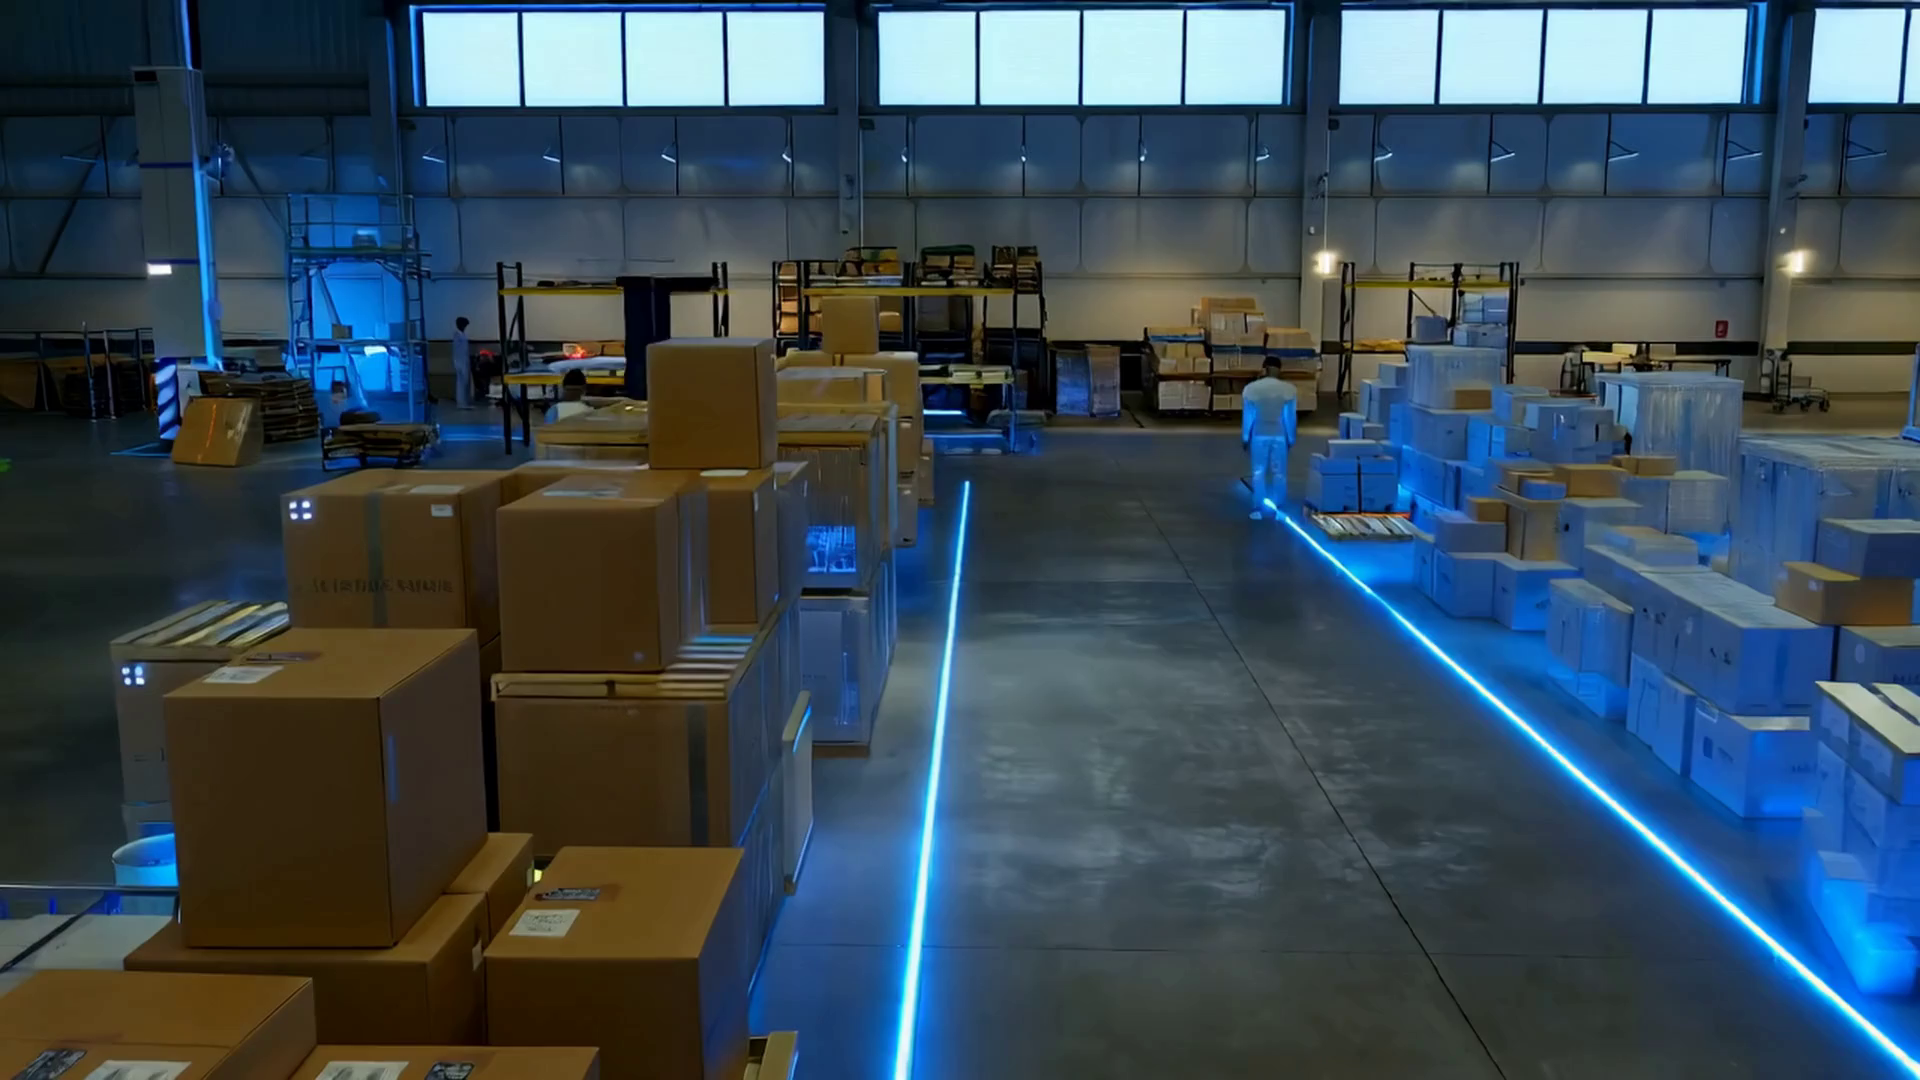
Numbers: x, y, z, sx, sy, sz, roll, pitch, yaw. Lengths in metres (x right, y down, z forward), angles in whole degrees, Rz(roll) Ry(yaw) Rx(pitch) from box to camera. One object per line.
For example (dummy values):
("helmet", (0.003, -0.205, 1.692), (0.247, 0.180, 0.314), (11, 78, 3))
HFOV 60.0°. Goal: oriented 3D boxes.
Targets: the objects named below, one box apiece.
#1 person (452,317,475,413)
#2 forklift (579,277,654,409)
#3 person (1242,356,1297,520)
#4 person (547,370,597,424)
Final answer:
("person", (-10.064, -3.533, 33.623), (0.376, 1.936, 0.627), (-3, 10, -19))
("forklift", (-4.592, -2.362, 23.785), (1.873, 2.768, 1.129), (-3, 10, -18))
("person", (3.651, -1.199, 19.632), (0.637, 1.936, 0.356), (1, 10, 9))
("person", (-4.037, -0.815, 17.385), (0.563, 1.917, 0.550), (0, 9, -2))
